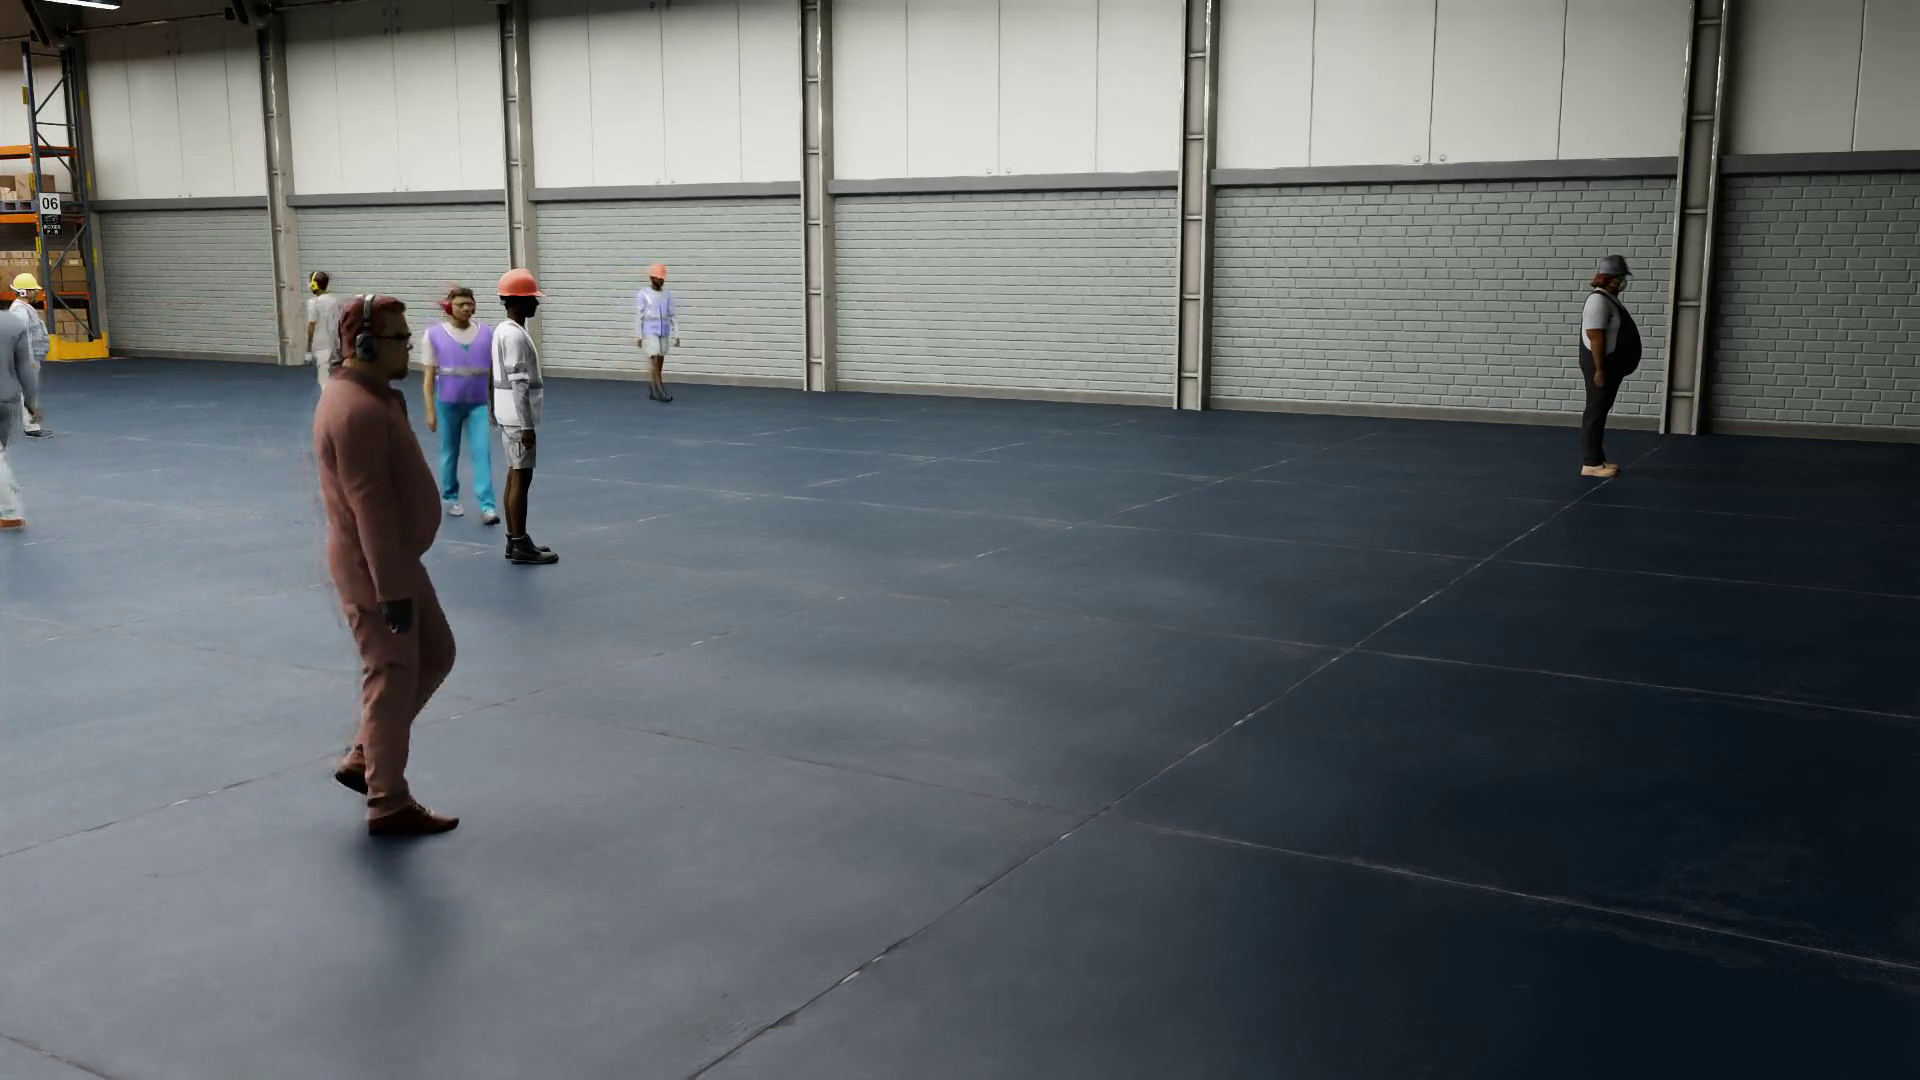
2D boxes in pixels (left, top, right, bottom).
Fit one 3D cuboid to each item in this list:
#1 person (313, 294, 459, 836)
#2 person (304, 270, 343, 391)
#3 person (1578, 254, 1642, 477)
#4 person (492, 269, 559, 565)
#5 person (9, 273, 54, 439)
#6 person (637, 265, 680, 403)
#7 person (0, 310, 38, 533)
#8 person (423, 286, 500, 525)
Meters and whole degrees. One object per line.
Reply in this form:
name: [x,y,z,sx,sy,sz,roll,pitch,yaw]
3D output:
person: [-1.981,0.099,5.792,0.446,1.892,0.683,-3,10,-19]
person: [-7.488,-2.228,19.542,0.408,1.856,0.511,2,10,14]
person: [6.011,-1.614,15.387,0.536,2.000,0.676,5,11,26]
person: [-2.882,-0.807,10.967,0.355,1.938,0.545,-4,10,-21]
person: [-10.332,-2.041,18.497,0.404,1.830,0.602,-5,11,-28]
person: [-4.179,-2.867,23.153,0.566,1.899,0.821,-8,12,-39]
person: [-7.262,-1.011,12.283,0.993,1.889,0.662,6,12,33]
person: [-3.782,-1.024,12.662,0.580,1.800,0.996,-6,11,-31]
